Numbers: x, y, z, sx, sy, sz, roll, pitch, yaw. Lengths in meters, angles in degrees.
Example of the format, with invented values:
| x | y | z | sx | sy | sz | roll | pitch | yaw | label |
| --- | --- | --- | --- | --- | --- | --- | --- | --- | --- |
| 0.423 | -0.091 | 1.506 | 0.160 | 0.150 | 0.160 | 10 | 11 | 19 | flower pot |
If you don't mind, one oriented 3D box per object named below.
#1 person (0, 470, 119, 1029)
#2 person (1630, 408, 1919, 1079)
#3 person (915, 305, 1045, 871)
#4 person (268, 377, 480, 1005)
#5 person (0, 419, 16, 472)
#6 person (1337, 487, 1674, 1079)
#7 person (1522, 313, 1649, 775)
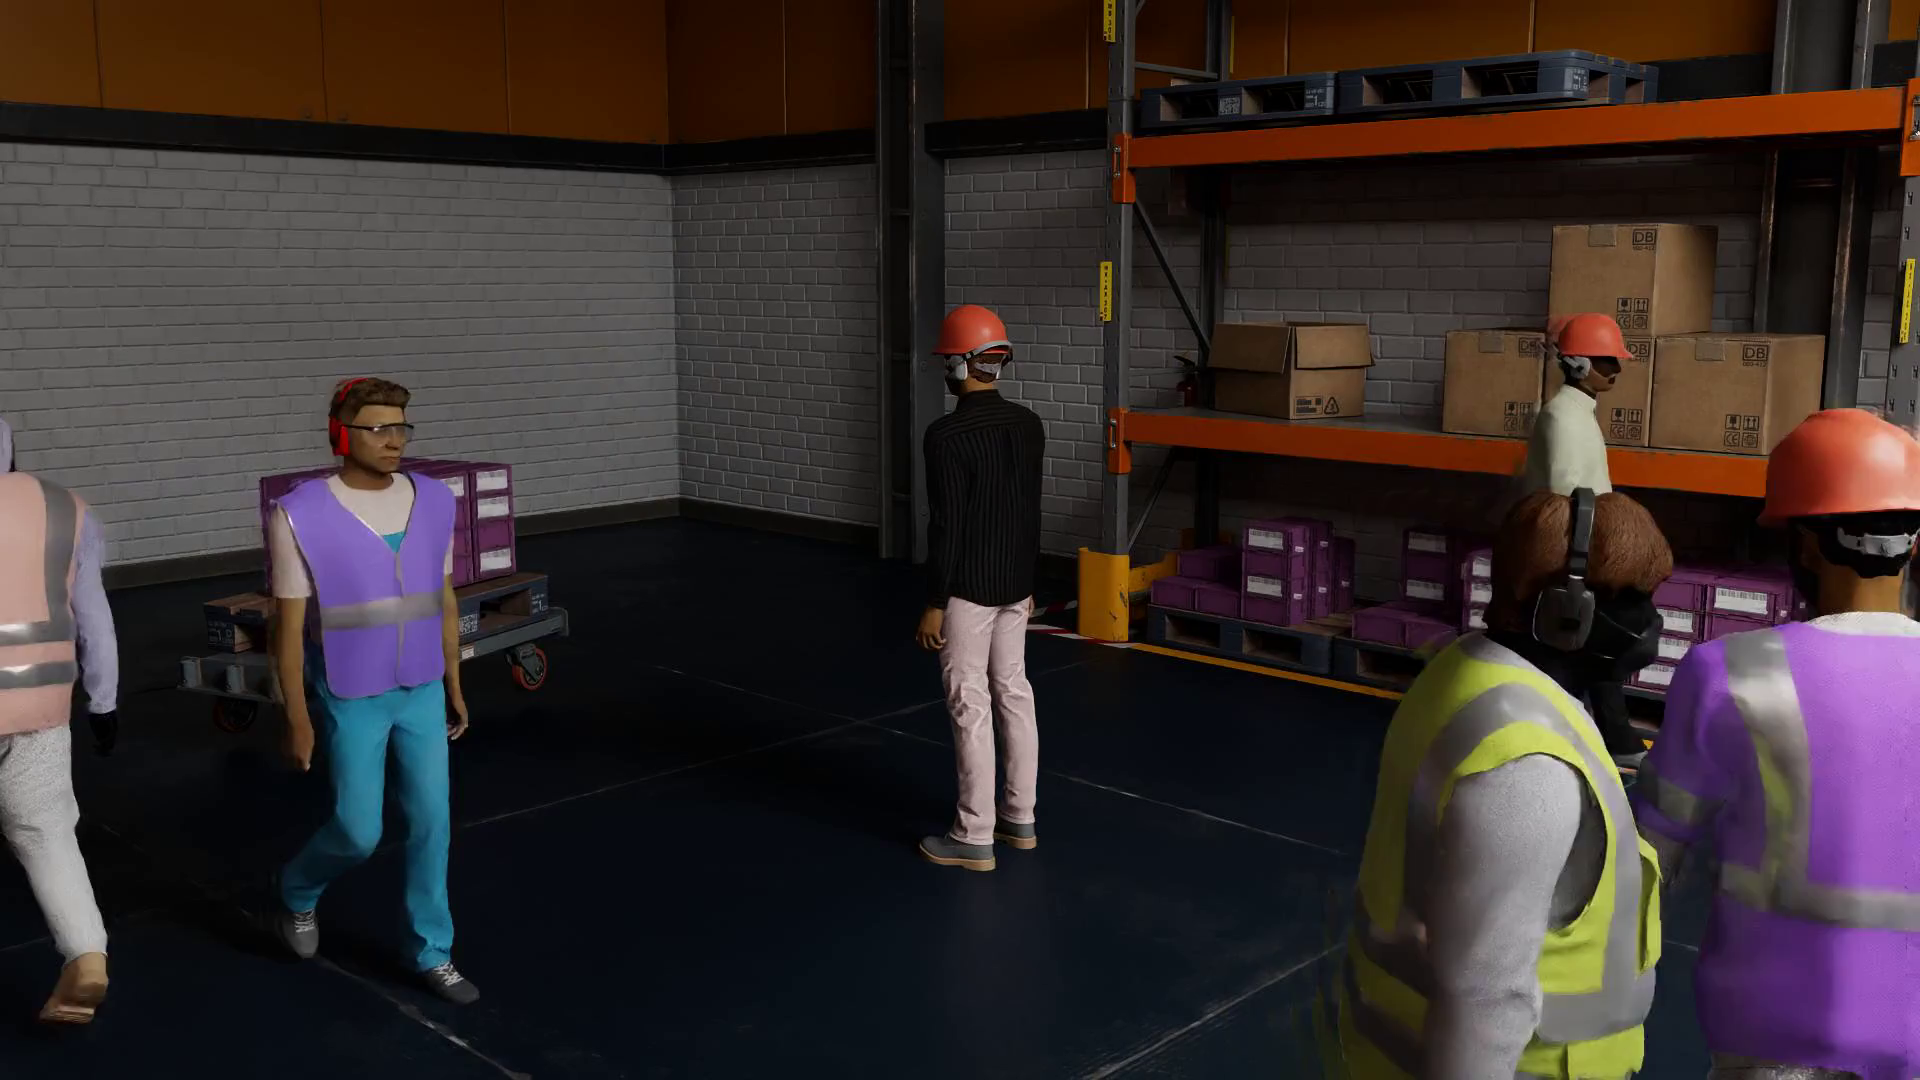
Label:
| x | y | z | sx | sy | sz | roll | pitch | yaw | label |
| --- | --- | --- | --- | --- | --- | --- | --- | --- | --- |
| -2.604 | 0.489 | 4.508 | 0.627 | 1.816 | 0.668 | 9 | 13 | 43 | person |
| 1.376 | 0.727 | 2.787 | 0.552 | 1.889 | 0.917 | 0 | 9 | -1 | person |
| 0.058 | 0.168 | 5.924 | 0.396 | 1.992 | 0.623 | 7 | 12 | 38 | person |
| -1.727 | 0.434 | 4.826 | 0.646 | 1.829 | 0.574 | 7 | 12 | 36 | person |
| -3.711 | 0.198 | 6.142 | 0.439 | 1.873 | 0.632 | 6 | 11 | 31 | person |
| 0.892 | 0.820 | 2.492 | 0.810 | 1.805 | 0.631 | 1 | 9 | 5 | person |
| 2.478 | 0.026 | 6.958 | 1.022 | 1.951 | 0.642 | 5 | 10 | 27 | person |
